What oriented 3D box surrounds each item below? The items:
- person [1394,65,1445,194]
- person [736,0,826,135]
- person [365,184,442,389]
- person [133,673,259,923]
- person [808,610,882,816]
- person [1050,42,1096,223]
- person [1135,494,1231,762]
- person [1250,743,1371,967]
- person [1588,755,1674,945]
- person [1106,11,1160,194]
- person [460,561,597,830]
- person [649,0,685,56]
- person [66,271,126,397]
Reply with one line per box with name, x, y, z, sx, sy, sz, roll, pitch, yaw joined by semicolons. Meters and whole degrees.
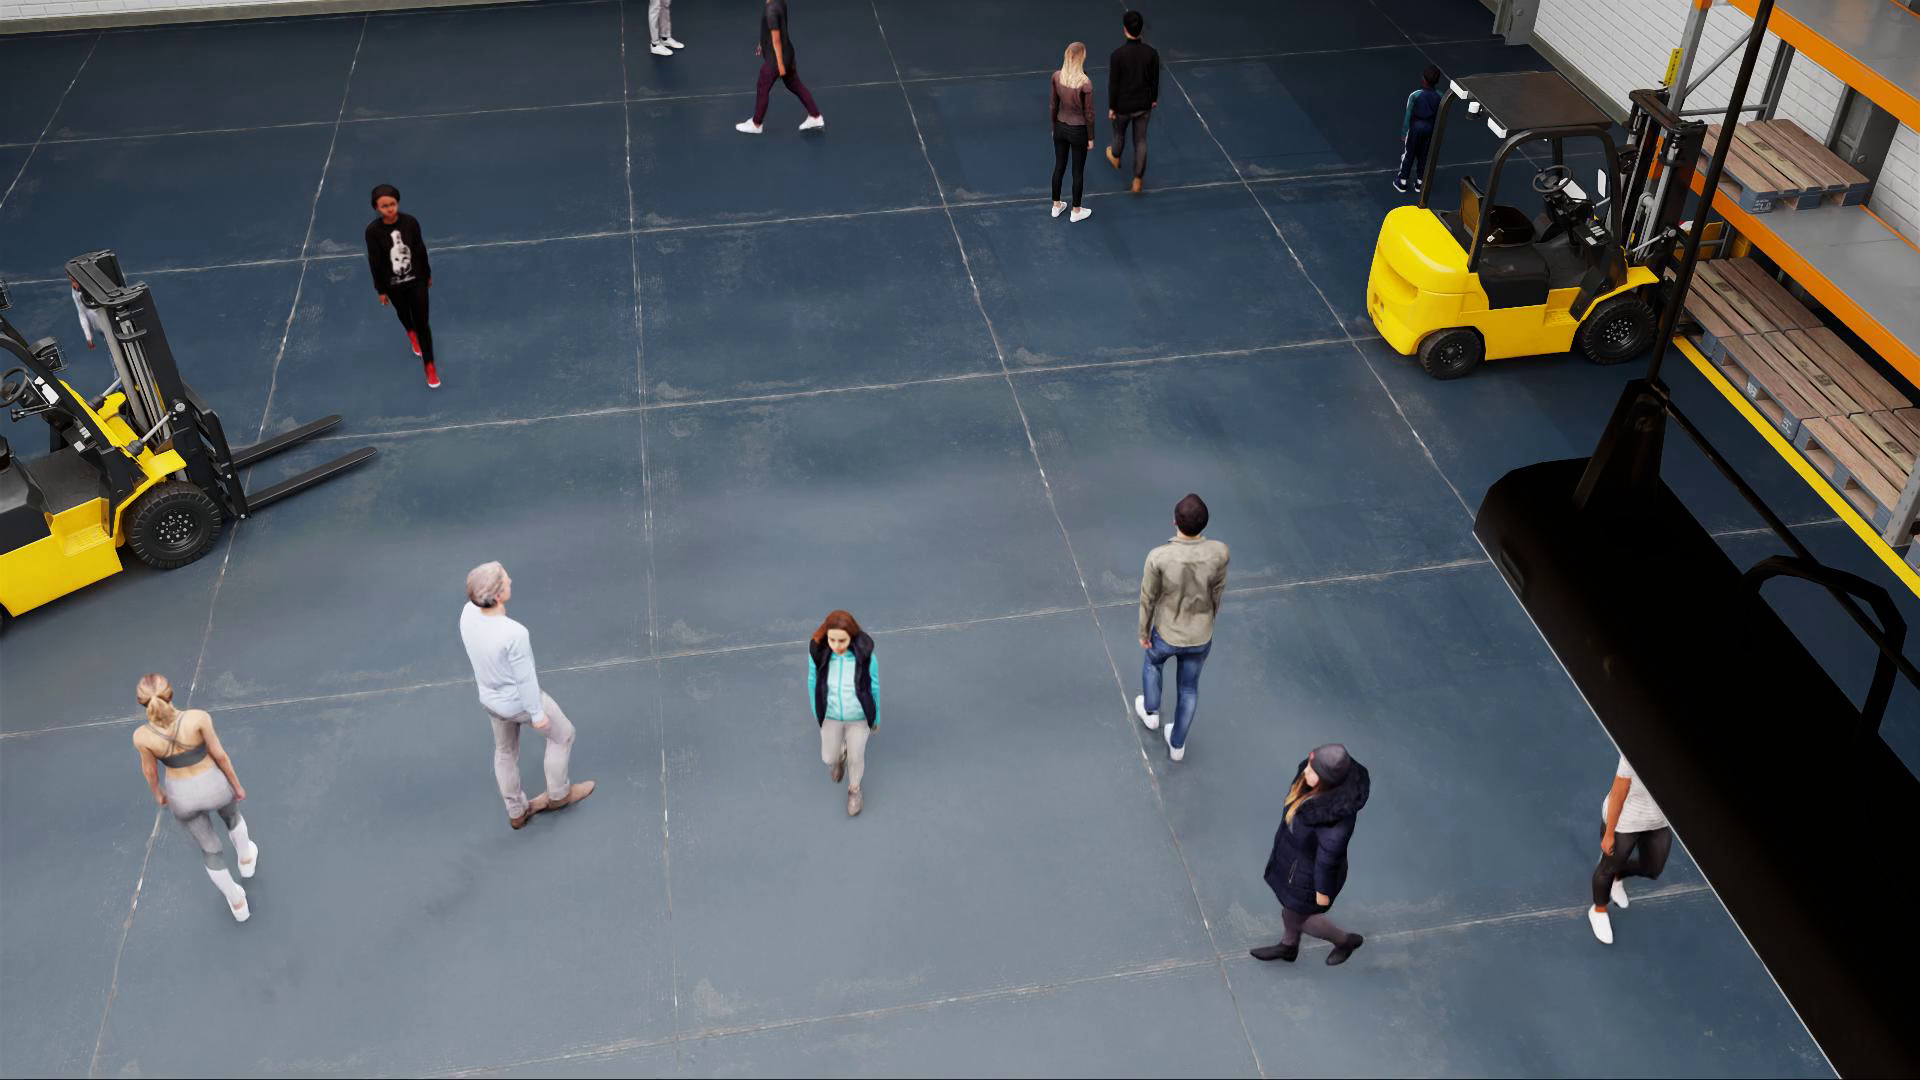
person;4.426;-3.949;15.967;0.523;1.255;0.500;-1;39;-1
person;-1.754;-4.905;16.774;0.892;1.744;1.146;4;39;5
person;-4.485;-2.105;13.355;0.785;1.633;1.161;-15;41;-18
person;-4.052;1.423;8.895;0.715;1.687;0.851;-17;42;-20
person;-0.654;0.941;9.656;0.624;1.491;0.689;0;39;0
person;1.027;-3.774;15.389;0.661;1.704;0.723;24;44;27
person;1.320;0.589;9.812;0.734;1.846;0.805;-2;39;-2
person;1.886;1.663;8.611;0.816;1.665;0.818;1;39;1
person;3.591;1.441;8.912;0.602;1.637;0.665;-4;39;-5
person;1.660;-4.130;15.855;0.665;1.679;1.071;-5;39;-6
person;-2.573;0.943;9.340;0.879;1.882;0.940;25;45;28
person;-3.372;-6.350;18.509;0.802;1.835;0.677;14;41;17
person;-6.693;-1.727;13.217;0.690;1.215;0.906;4;39;5
